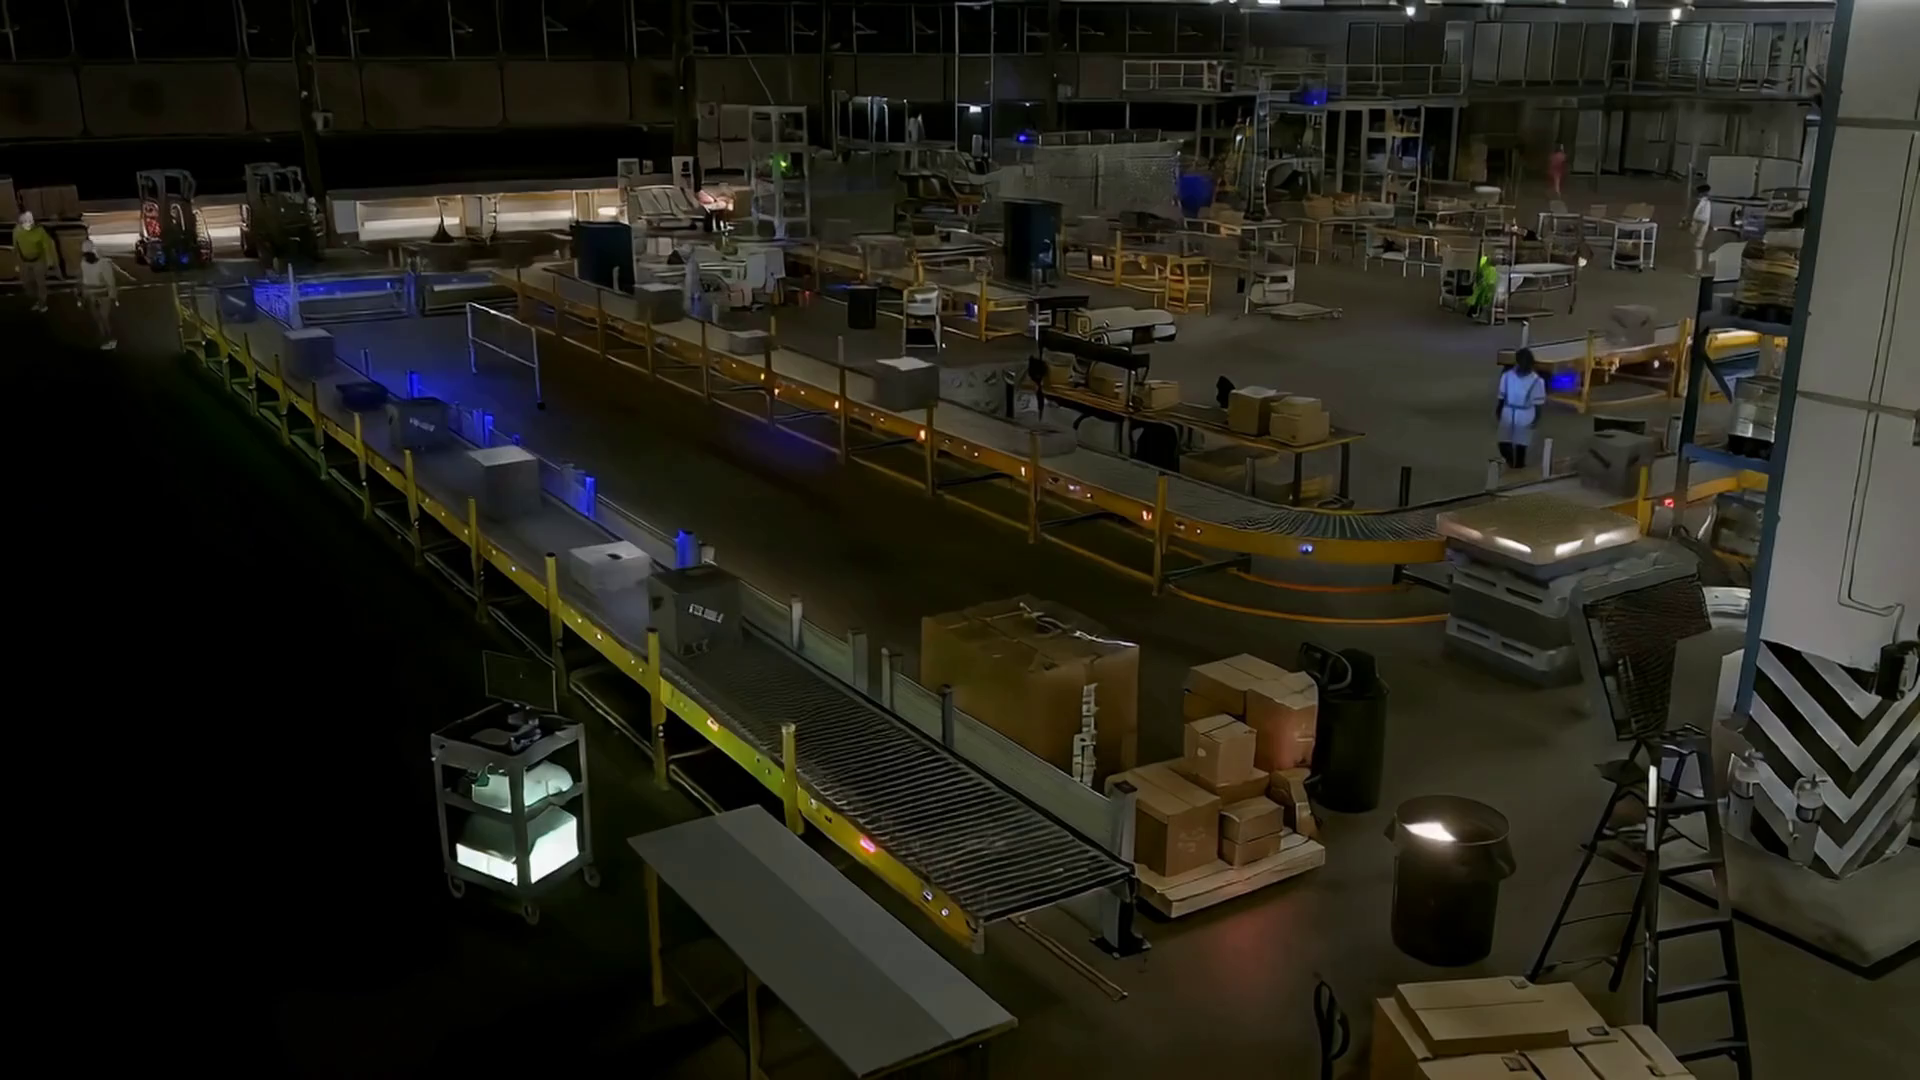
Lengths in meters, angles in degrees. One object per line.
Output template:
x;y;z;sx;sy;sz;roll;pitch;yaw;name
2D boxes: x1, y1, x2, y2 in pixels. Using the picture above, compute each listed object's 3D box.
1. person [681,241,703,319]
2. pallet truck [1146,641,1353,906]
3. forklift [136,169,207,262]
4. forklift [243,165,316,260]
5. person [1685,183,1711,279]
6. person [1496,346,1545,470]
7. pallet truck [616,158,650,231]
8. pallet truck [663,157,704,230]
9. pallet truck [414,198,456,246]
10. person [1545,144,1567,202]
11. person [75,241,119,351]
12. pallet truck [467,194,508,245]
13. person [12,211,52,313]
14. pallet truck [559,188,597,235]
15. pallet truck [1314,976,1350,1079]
-4.462;-4.099;27.765;0.318;1.764;0.522;-4;17;-12;person
1.664;1.407;10.232;1.630;1.274;0.653;-10;20;-31;pallet truck
-17.842;-7.318;37.559;1.157;1.987;2.680;-10;20;-31;forklift
-15.898;-7.669;38.708;1.157;1.987;2.680;-11;20;-33;forklift
15.851;-6.615;35.668;0.383;2.036;0.605;7;18;23;person
6.337;-1.367;18.797;0.539;1.688;0.495;13;21;37;person
-8.918;-9.176;44.255;0.823;1.965;1.885;-9;19;-27;pallet truck
-7.586;-9.308;44.692;0.823;1.965;1.885;-11;20;-33;pallet truck
-13.250;-8.060;41.856;0.680;1.201;1.601;-10;20;-31;pallet truck
18.886;-11.603;52.606;0.589;1.844;0.964;-7;18;-21;person
-14.232;-4.009;27.386;0.610;1.812;0.666;0;17;1;person
-11.983;-8.177;42.137;0.704;1.261;1.522;-11;20;-33;pallet truck
-17.463;-5.244;31.337;0.667;1.895;0.427;-3;17;-9;person
-10.010;-8.652;43.699;0.653;1.274;1.630;-10;20;-31;pallet truck
2.299;2.390;7.086;1.601;1.201;0.680;-2;17;-7;pallet truck
